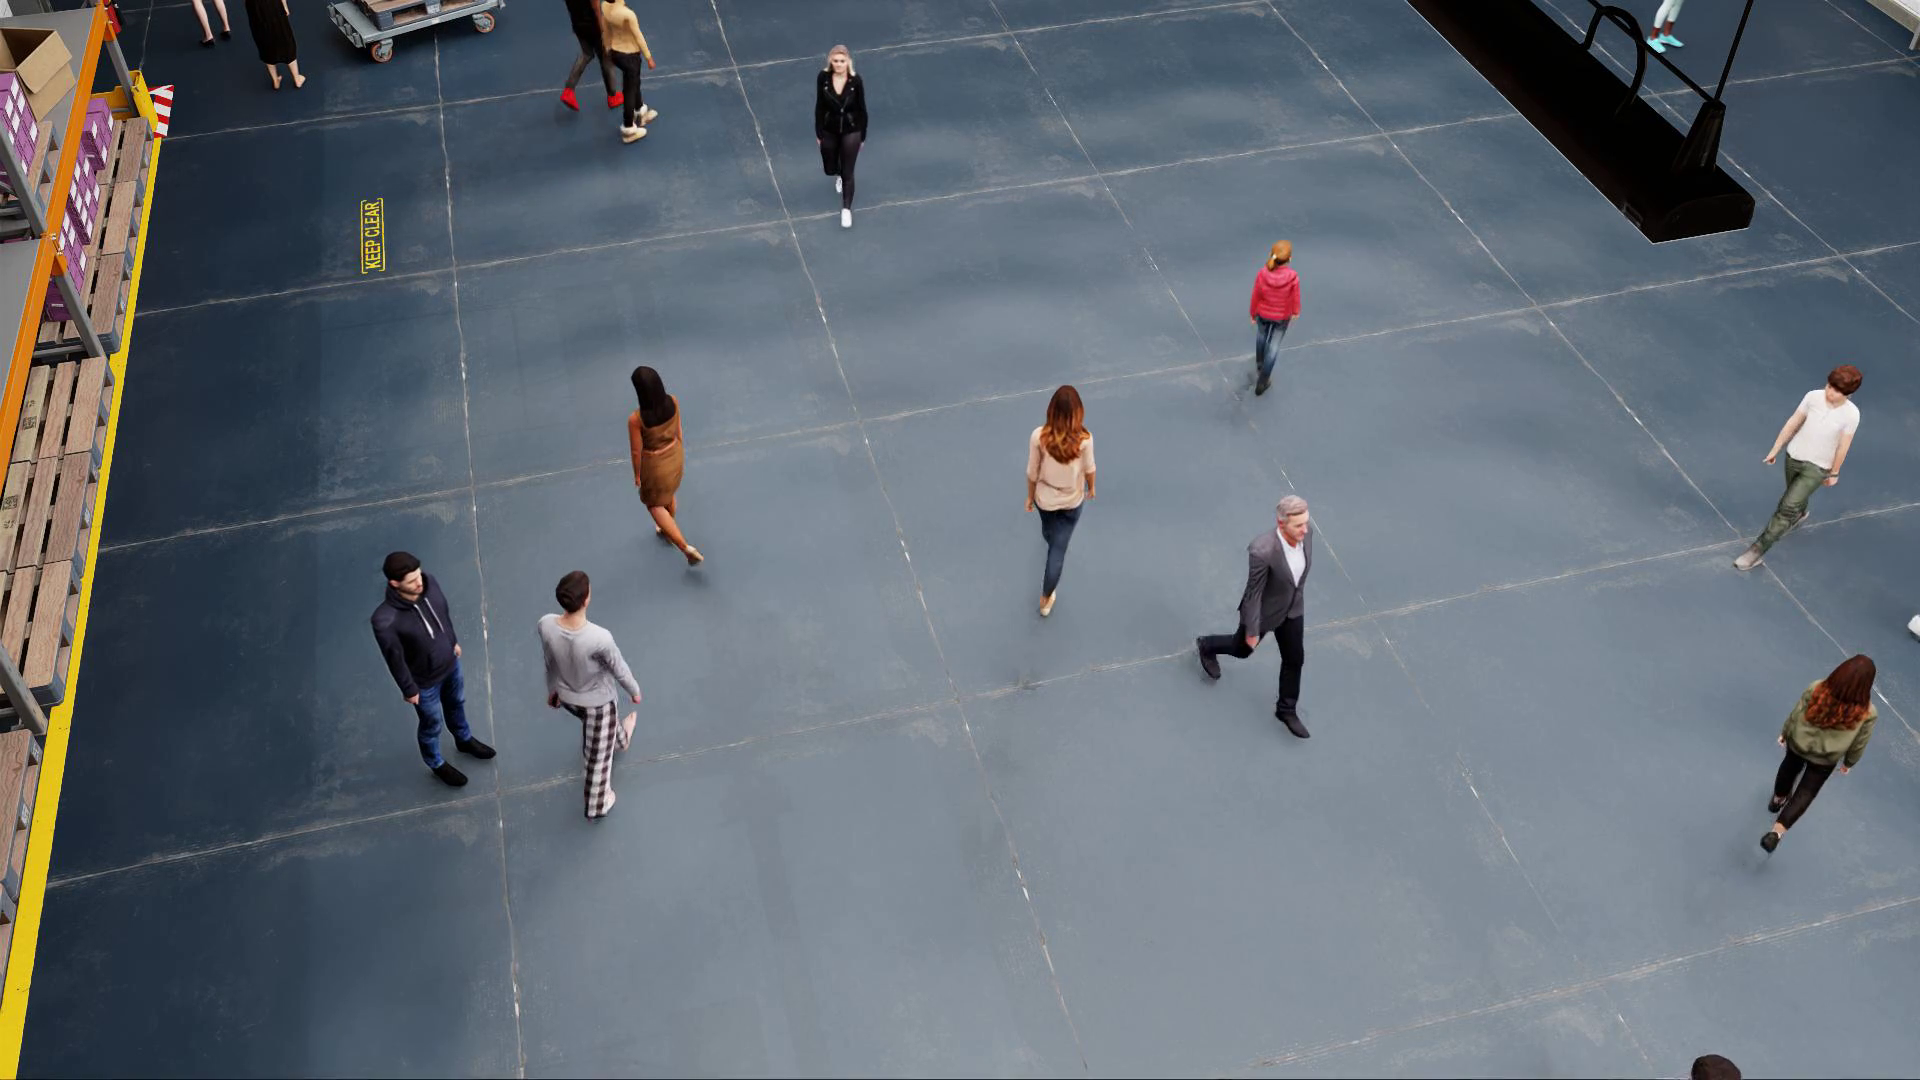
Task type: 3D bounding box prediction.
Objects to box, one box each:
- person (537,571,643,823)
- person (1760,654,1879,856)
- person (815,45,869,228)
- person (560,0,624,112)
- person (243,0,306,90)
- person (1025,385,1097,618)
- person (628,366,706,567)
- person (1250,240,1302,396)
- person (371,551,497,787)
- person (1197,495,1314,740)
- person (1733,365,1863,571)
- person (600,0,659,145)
[{"bbox_3d":[-2.234,0.984,9.818,1.045,1.817,1.175,15,46,15],"label":"person"},{"bbox_3d":[5.001,1.263,9.786,0.963,1.457,0.945,32,52,29],"label":"person"},{"bbox_3d":[-1.048,-3.644,14.779,0.788,1.675,0.949,3,44,3],"label":"person"},{"bbox_3d":[-3.642,-4.941,16.058,1.067,1.789,1.066,30,51,28],"label":"person"},{"bbox_3d":[-6.903,-5.260,16.514,0.548,1.623,0.549,-10,44,-10],"label":"person"},{"bbox_3d":[0.647,-0.204,11.114,0.920,1.749,1.163,8,44,8],"label":"person"},{"bbox_3d":[-2.031,-0.475,11.453,0.977,1.674,0.828,34,53,31],"label":"person"},{"bbox_3d":[2.432,-1.715,13.029,0.764,1.296,0.845,19,47,19],"label":"person"},{"bbox_3d":[-3.211,0.743,10.020,0.815,1.888,0.727,16,46,16],"label":"person"},{"bbox_3d":[1.896,0.395,10.448,1.012,1.800,1.311,-26,49,-25],"label":"person"},{"bbox_3d":[5.957,-0.572,11.601,0.935,1.610,1.148,-26,49,-25],"label":"person"},{"bbox_3d":[-3.216,-4.531,15.731,0.854,1.646,0.883,30,51,28],"label":"person"}]
